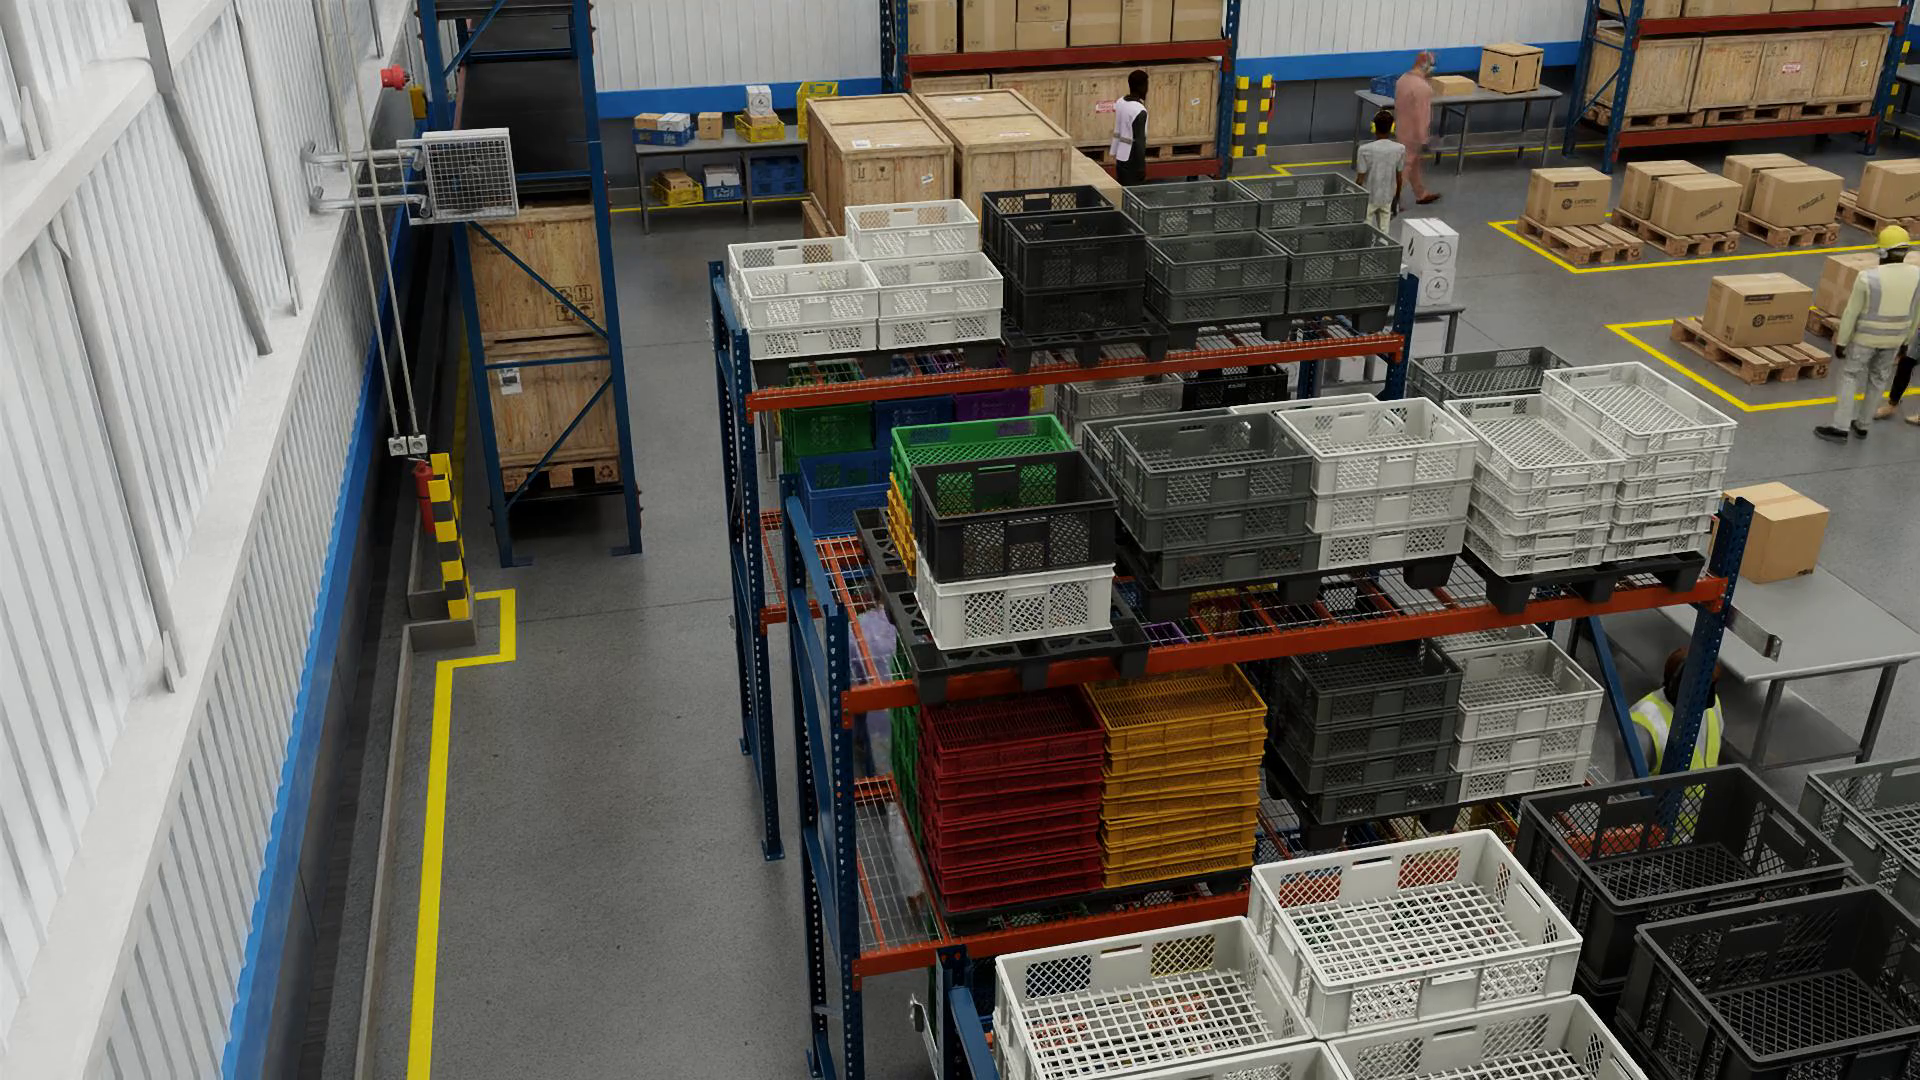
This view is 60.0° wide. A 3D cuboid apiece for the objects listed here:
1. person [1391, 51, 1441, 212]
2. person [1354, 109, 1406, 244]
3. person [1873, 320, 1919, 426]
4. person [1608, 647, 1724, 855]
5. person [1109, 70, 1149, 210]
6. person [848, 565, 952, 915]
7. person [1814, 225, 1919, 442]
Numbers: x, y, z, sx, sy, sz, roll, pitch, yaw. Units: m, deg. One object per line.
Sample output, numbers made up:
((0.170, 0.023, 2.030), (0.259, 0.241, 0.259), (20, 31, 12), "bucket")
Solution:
((5.364, -4.755, 19.371), (0.865, 1.842, 0.697), (-4, 28, -7), "person")
((4.180, -3.393, 16.763), (0.521, 1.861, 0.328), (-2, 28, -4), "person")
((8.018, -1.693, 13.741), (0.647, 1.652, 0.585), (-3, 28, -5), "person")
((3.296, 1.314, 7.853), (0.623, 1.844, 0.429), (-18, 33, -31), "person")
((1.847, -4.157, 18.159), (0.383, 1.912, 0.586), (-9, 29, -17), "person")
((-0.258, 0.946, 8.539), (0.696, 1.865, 1.046), (-7, 29, -13), "person")
((7.446, -1.662, 13.536), (0.609, 1.809, 0.429), (2, 28, 3), "person")
